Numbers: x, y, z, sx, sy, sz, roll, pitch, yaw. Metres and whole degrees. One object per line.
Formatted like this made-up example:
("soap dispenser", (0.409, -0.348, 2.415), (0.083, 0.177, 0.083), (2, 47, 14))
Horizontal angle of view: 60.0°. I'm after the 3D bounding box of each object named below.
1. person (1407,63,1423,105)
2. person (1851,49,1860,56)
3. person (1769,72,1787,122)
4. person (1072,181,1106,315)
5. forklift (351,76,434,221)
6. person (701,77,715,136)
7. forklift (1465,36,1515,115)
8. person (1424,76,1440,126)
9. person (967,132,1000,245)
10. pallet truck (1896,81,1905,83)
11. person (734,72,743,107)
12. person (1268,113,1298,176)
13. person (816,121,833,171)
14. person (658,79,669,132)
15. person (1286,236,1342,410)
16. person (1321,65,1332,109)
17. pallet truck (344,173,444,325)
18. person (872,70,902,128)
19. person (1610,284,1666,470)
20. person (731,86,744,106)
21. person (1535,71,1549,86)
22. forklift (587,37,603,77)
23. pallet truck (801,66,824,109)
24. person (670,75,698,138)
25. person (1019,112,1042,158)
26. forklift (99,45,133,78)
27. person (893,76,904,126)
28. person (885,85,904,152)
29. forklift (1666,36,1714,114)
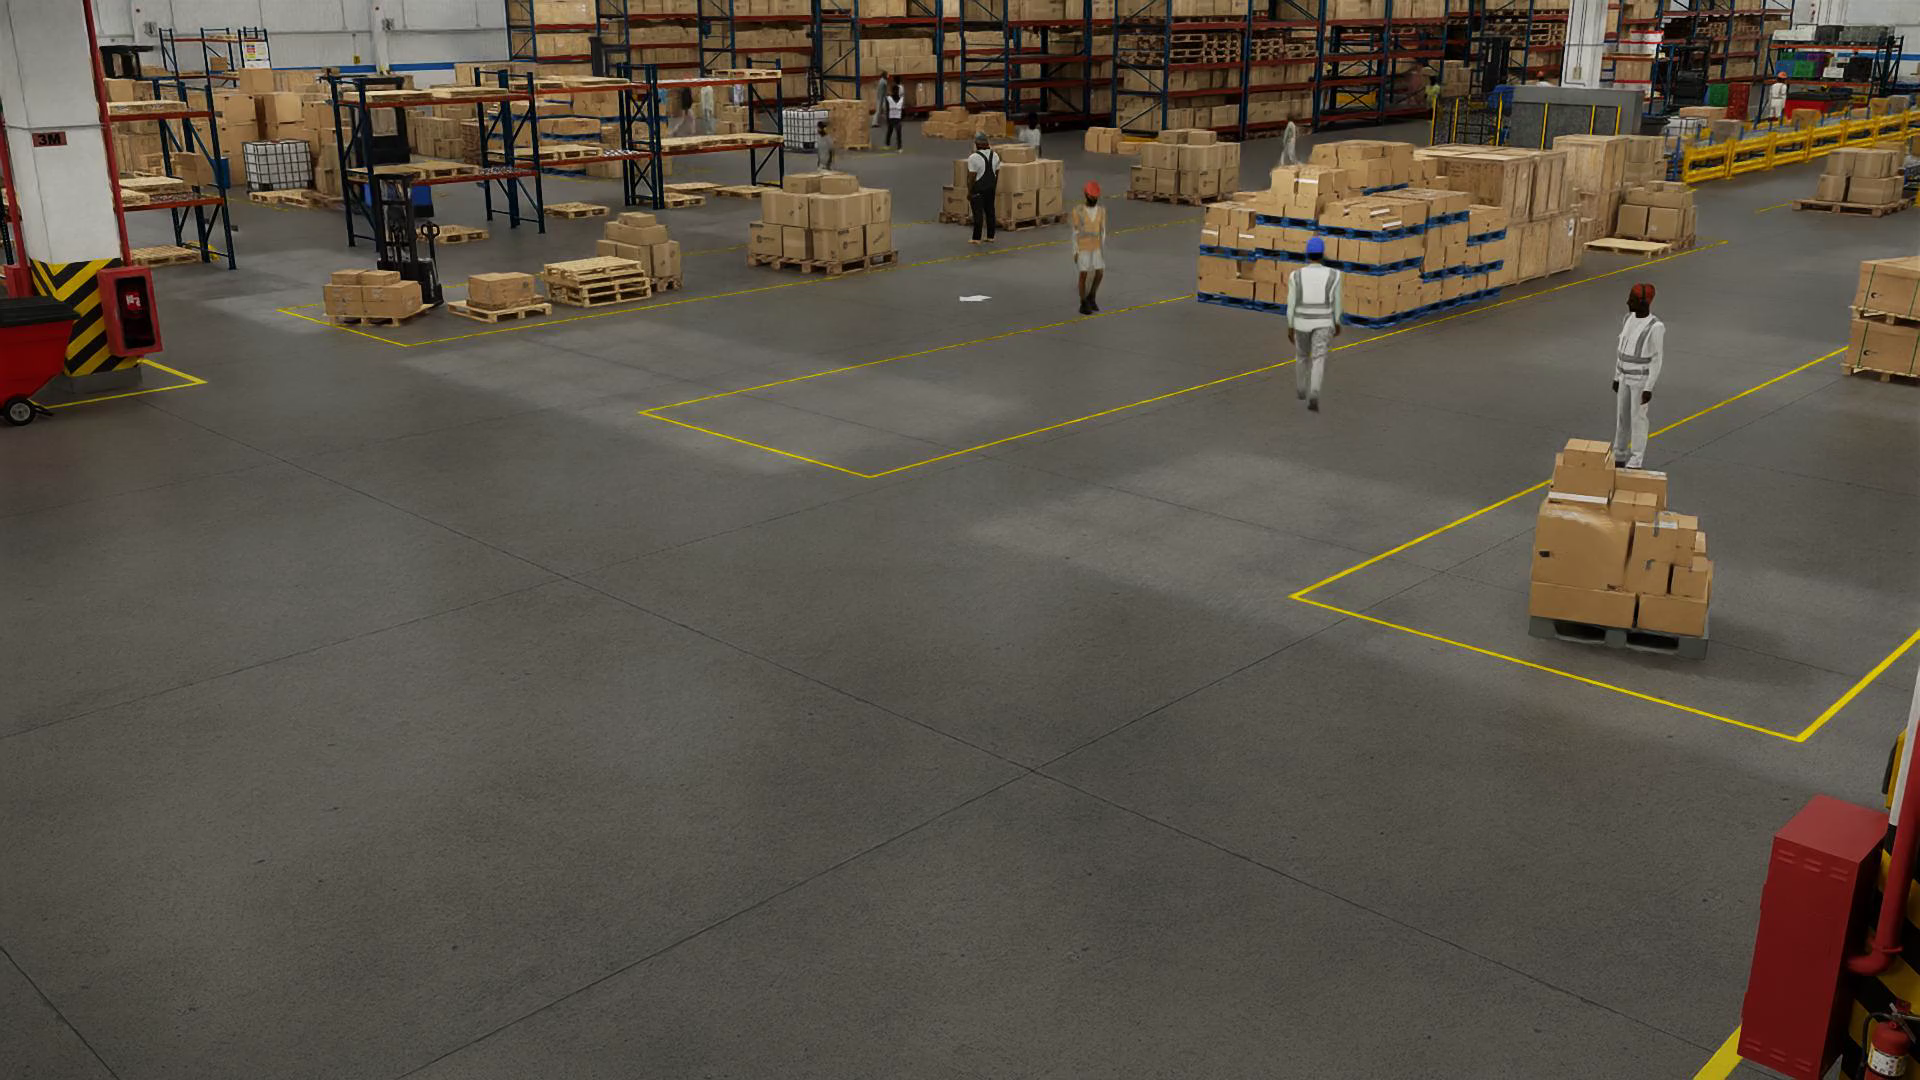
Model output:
("person", (16.997, -16.753, 61.829), (0.824, 1.881, 0.640), (16, 24, 39))
("person", (40.194, -21.150, 74.886), (0.623, 1.992, 0.391), (-12, 22, -31))
("person", (25.563, -13.579, 52.000), (0.379, 2.045, 0.605), (-7, 20, -20))
("person", (1.863, -4.197, 23.939), (0.551, 1.918, 0.410), (-7, 20, -20))
("forklift", (-11.680, -7.993, 33.862), (1.129, 2.768, 1.873), (-14, 23, -37))
("person", (-7.864, -13.438, 51.780), (0.406, 1.925, 0.635), (-12, 22, -33))
("forklift", (19.973, -17.201, 61.605), (1.873, 2.768, 1.129), (16, 24, 40))
("person", (16.280, -15.133, 57.279), (0.540, 1.670, 0.787), (15, 23, 37))
("person", (0.371, -6.472, 30.593), (0.673, 2.000, 0.535), (-14, 23, -36))
("pallet truck", (34.802, -16.331, 61.455), (0.653, 1.274, 1.630), (17, 25, 41))
("person", (-7.348, -14.664, 55.461), (0.385, 1.930, 0.540), (-5, 19, -13))
("person", (8.110, -9.772, 41.224), (0.851, 1.585, 0.538), (6, 19, 16))
("person", (-2.983, -8.034, 35.634), (0.576, 1.826, 0.930), (17, 25, 41))
("person", (-9.746, -14.193, 54.391), (0.317, 1.696, 0.540), (5, 19, 14))
("person", (3.960, -2.437, 18.645), (0.606, 1.913, 0.940), (5, 19, 15))
("person", (13.838, -16.951, 62.594), (0.523, 1.769, 0.317), (13, 22, 34))
("pallet truck", (-8.209, -4.181, 23.757), (0.823, 1.965, 1.885), (3, 19, 9))
("person", (-2.513, -14.883, 56.175), (1.042, 1.878, 0.649), (-4, 19, -11))
("person", (6.453, -1.521, 15.922), (0.362, 1.883, 0.576), (-4, 19, -11))
("person", (-7.581, -14.947, 56.782), (0.459, 1.627, 0.519), (16, 24, 40))
("person", (19.390, -14.639, 55.407), (0.550, 1.913, 0.669), (-7, 20, -20))
("forklift", (-13.413, -17.166, 61.501), (1.873, 2.768, 1.129), (-6, 19, -17))
("pallet truck", (-4.812, -15.182, 56.903), (0.823, 1.965, 1.885), (-9, 21, -26))
("person", (-8.657, -13.583, 52.175), (0.921, 1.950, 0.642), (-6, 19, -18))
("person", (1.575, -8.439, 36.645), (0.630, 1.955, 0.426), (-14, 23, -36))
("forklift", (-26.334, -14.077, 52.195), (1.873, 2.768, 1.129), (6, 19, 18))
("person", (-2.167, -15.044, 56.964), (0.577, 1.675, 0.547), (-14, 23, -36))
("person", (-1.917, -12.179, 48.045), (0.590, 1.887, 0.917), (-8, 20, -22))
("forklift", (27.341, -17.291, 61.877), (1.129, 2.768, 1.873), (17, 25, 41))
